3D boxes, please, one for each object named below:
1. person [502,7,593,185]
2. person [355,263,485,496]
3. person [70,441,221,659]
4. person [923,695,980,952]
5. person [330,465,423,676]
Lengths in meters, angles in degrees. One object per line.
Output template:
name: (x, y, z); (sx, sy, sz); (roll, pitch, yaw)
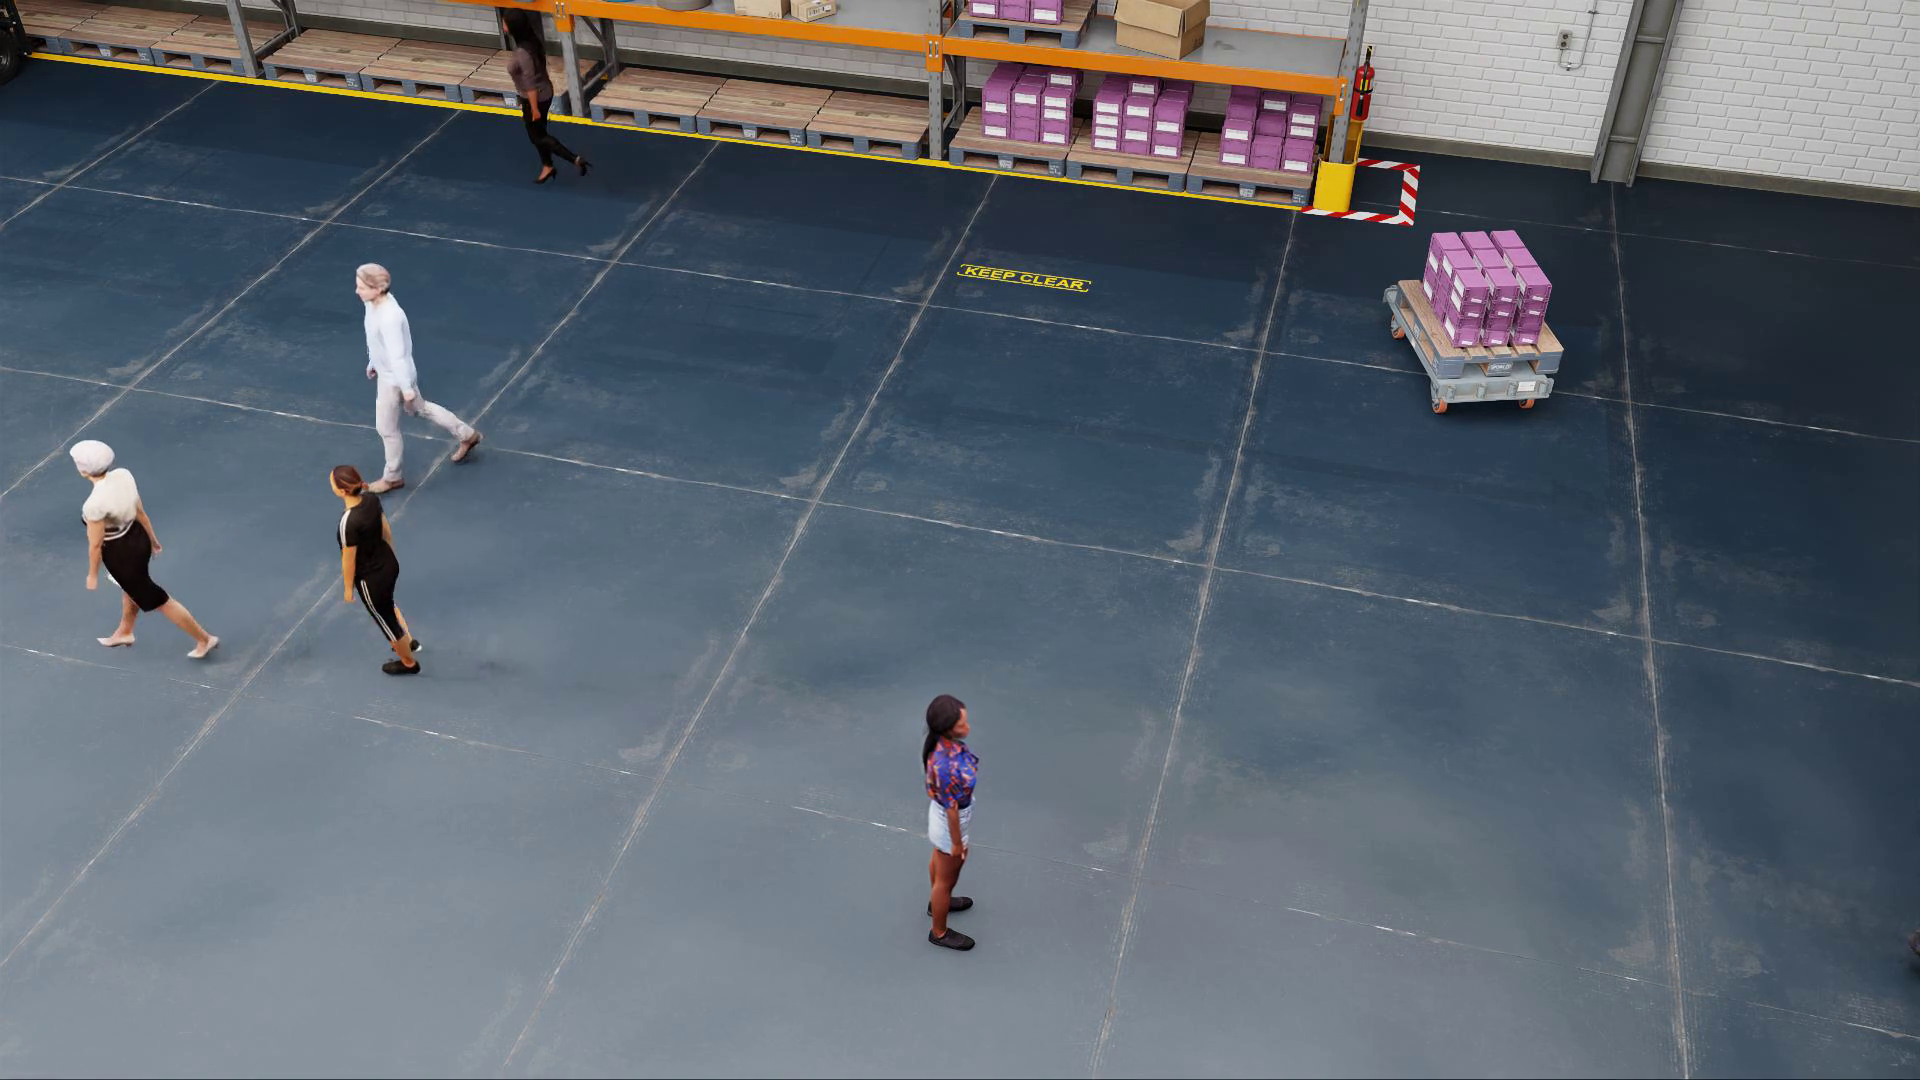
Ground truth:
person: (-3.981, -4.231, 16.044); (0.997, 1.813, 0.840); (1, 39, 1)
person: (-4.063, -1.226, 12.244); (1.269, 1.860, 1.127); (-15, 41, -18)
person: (-5.218, 0.139, 10.657); (1.143, 1.708, 0.815); (1, 39, 1)
person: (-0.061, 1.499, 8.925); (0.616, 1.744, 0.650); (-2, 39, -2)
person: (-3.649, 0.220, 10.597); (0.604, 1.656, 0.623); (3, 39, 4)
